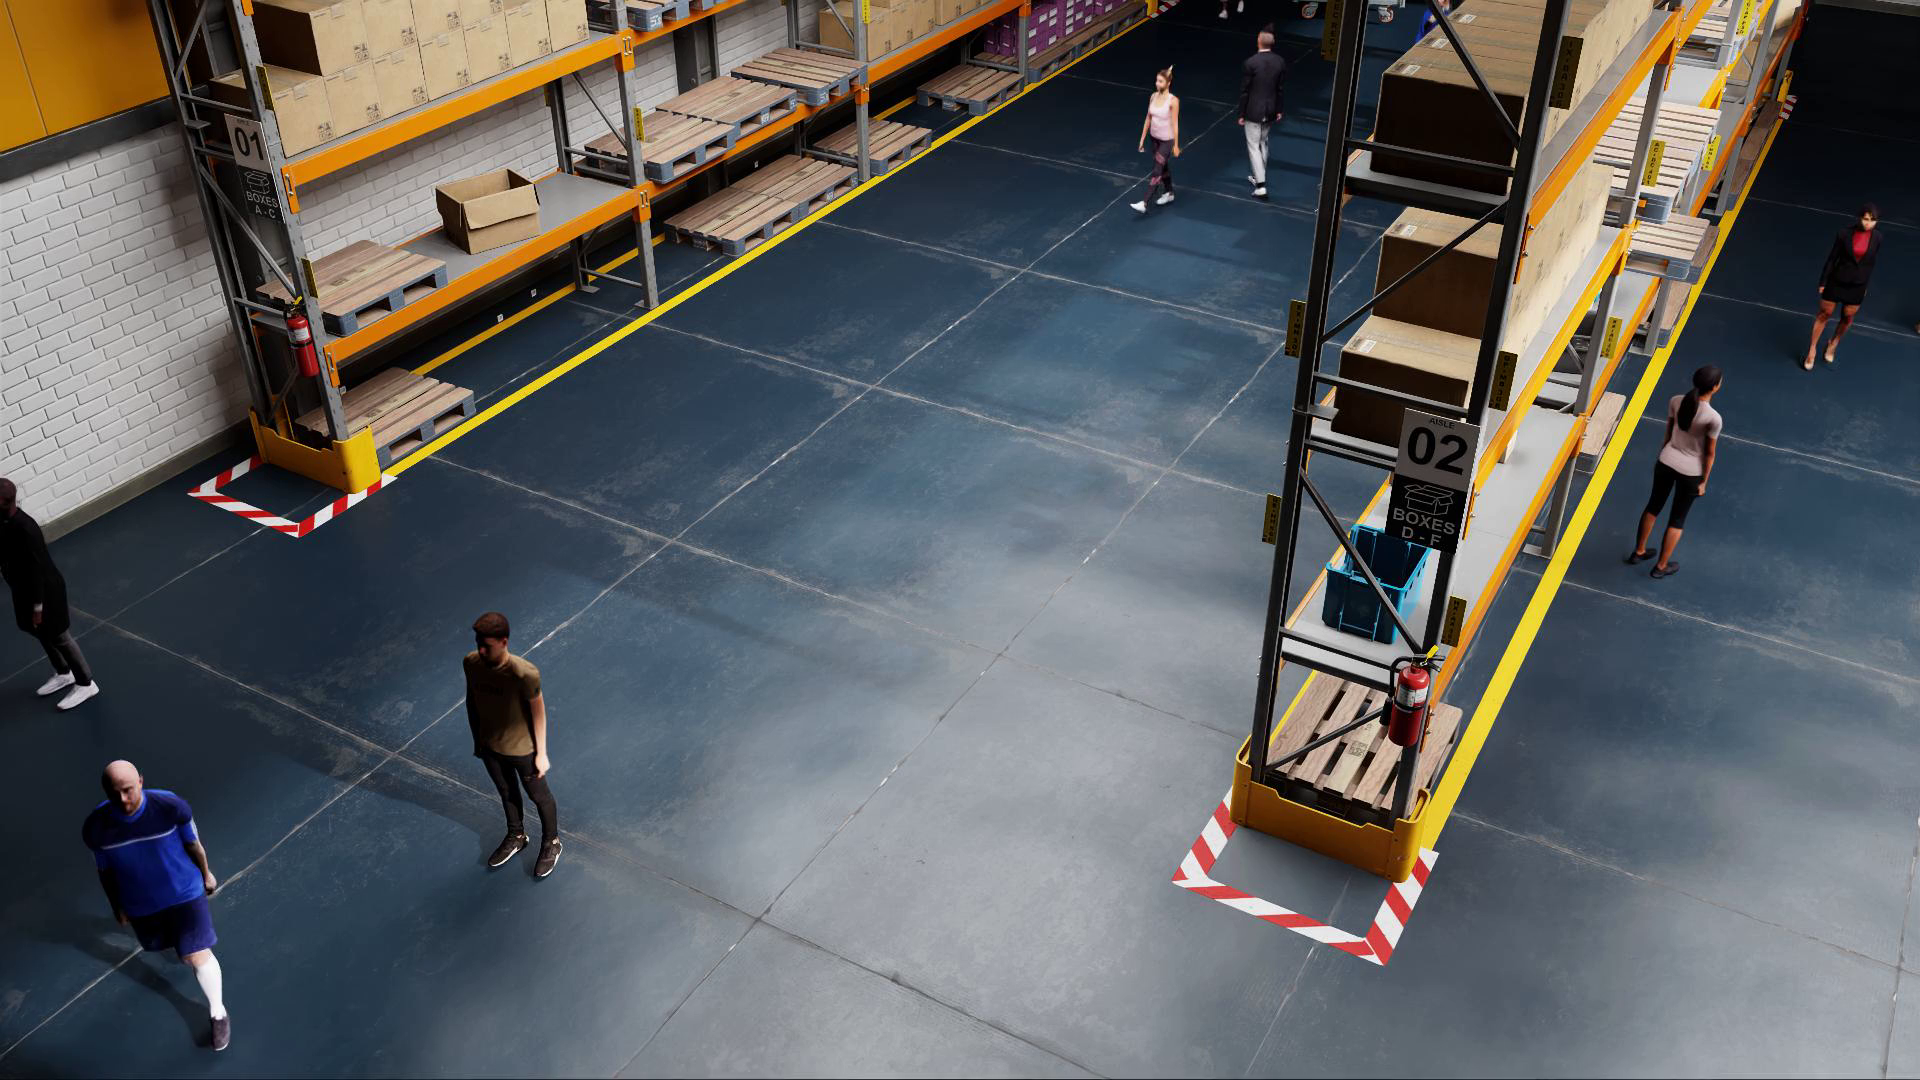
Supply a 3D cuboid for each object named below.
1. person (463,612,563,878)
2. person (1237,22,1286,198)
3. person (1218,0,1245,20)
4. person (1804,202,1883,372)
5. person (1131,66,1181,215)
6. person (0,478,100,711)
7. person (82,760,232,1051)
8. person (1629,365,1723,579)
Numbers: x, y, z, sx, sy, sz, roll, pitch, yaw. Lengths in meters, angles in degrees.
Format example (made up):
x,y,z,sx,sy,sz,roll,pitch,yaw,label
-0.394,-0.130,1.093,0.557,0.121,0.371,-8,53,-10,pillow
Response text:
x,y,z,sx,sy,sz,roll,pitch,yaw,label
-2.664,1.195,9.892,0.701,1.851,0.625,11,35,16,person
3.459,-4.907,18.964,1.026,1.971,1.071,-12,35,-17,person
4.213,-8.705,24.970,0.706,1.648,1.151,12,35,18,person
8.198,-2.348,15.413,0.636,1.641,0.693,11,35,16,person
2.325,-4.491,18.670,1.115,1.603,0.845,-24,40,-31,person
-6.205,0.334,11.271,0.694,1.760,0.634,24,41,32,person
-4.287,1.848,8.944,1.175,1.814,1.178,-12,35,-17,person
5.434,-0.527,12.580,0.670,1.744,0.669,-21,39,-28,person
